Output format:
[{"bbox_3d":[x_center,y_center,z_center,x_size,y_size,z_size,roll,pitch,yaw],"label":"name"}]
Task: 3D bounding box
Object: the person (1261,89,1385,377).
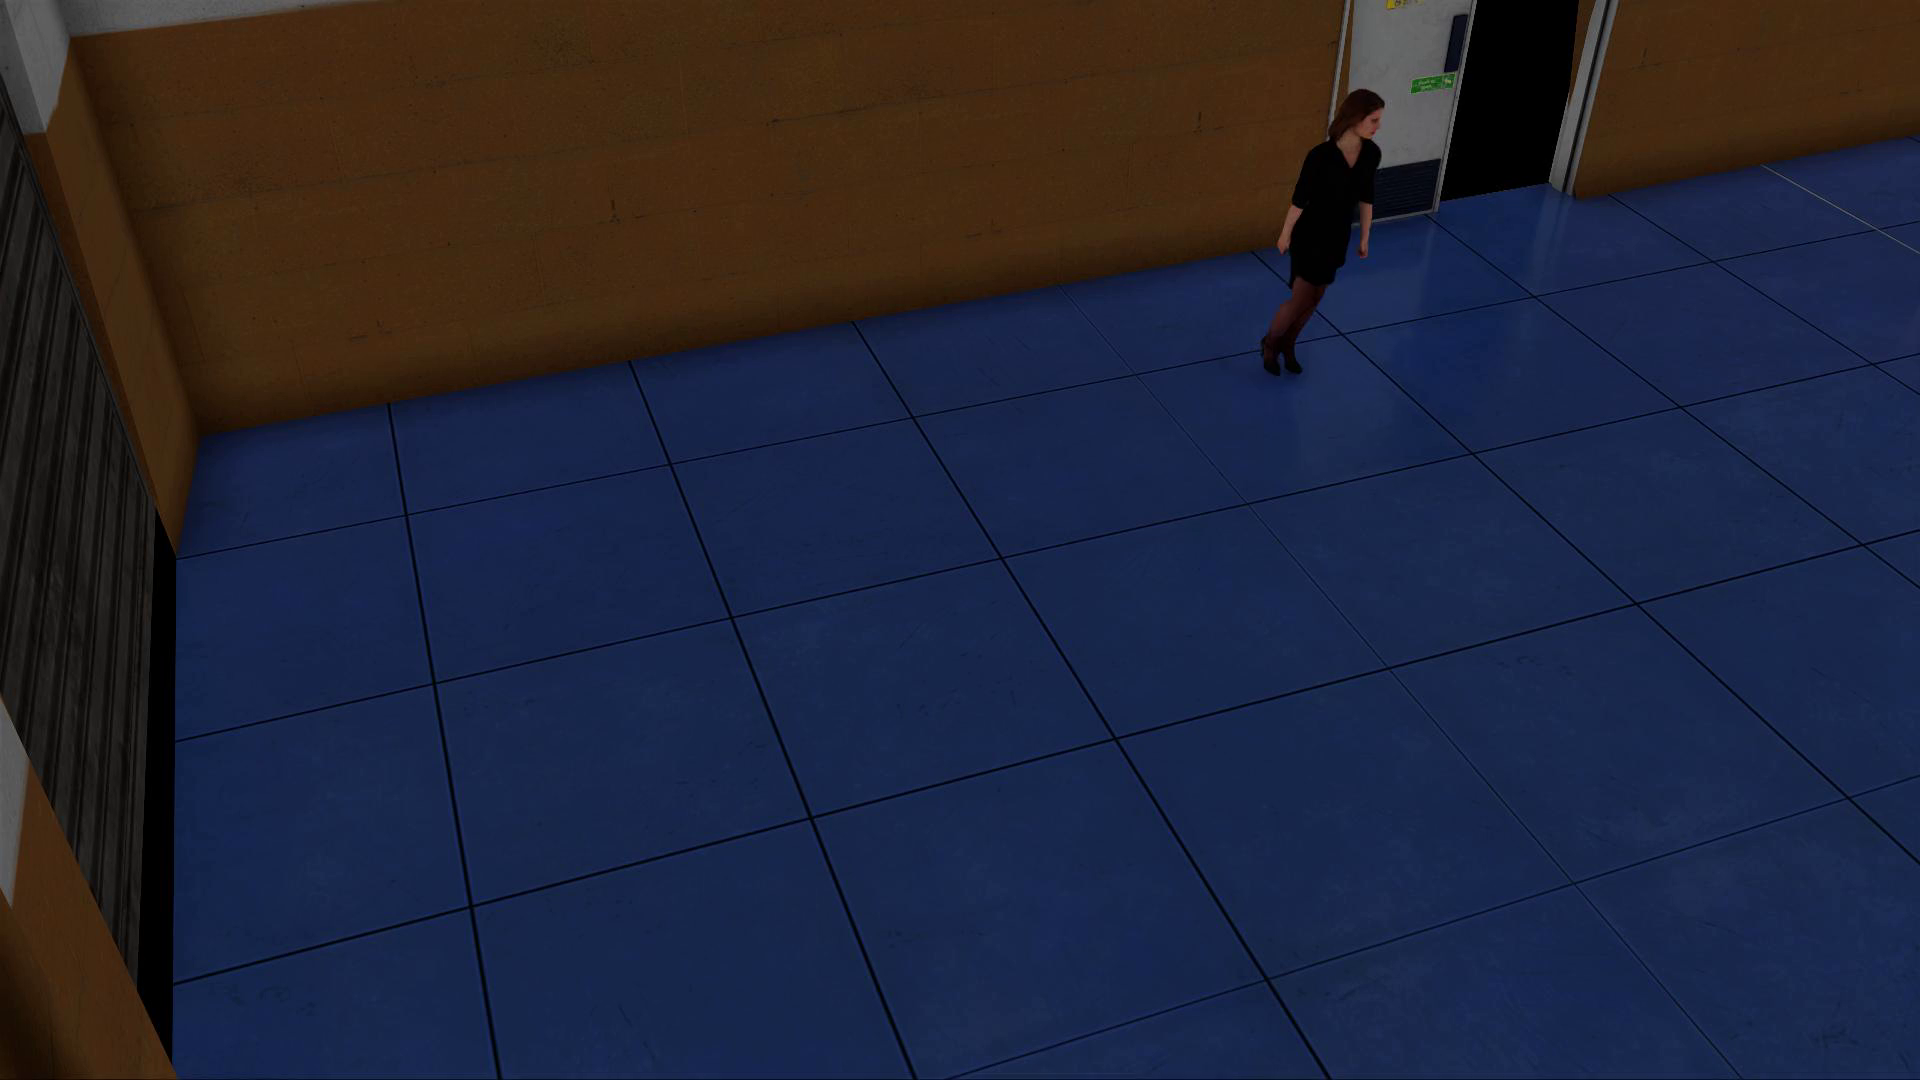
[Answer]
[{"bbox_3d":[1.880,-1.612,8.889,0.638,1.672,0.629,-8,38,-10],"label":"person"}]
